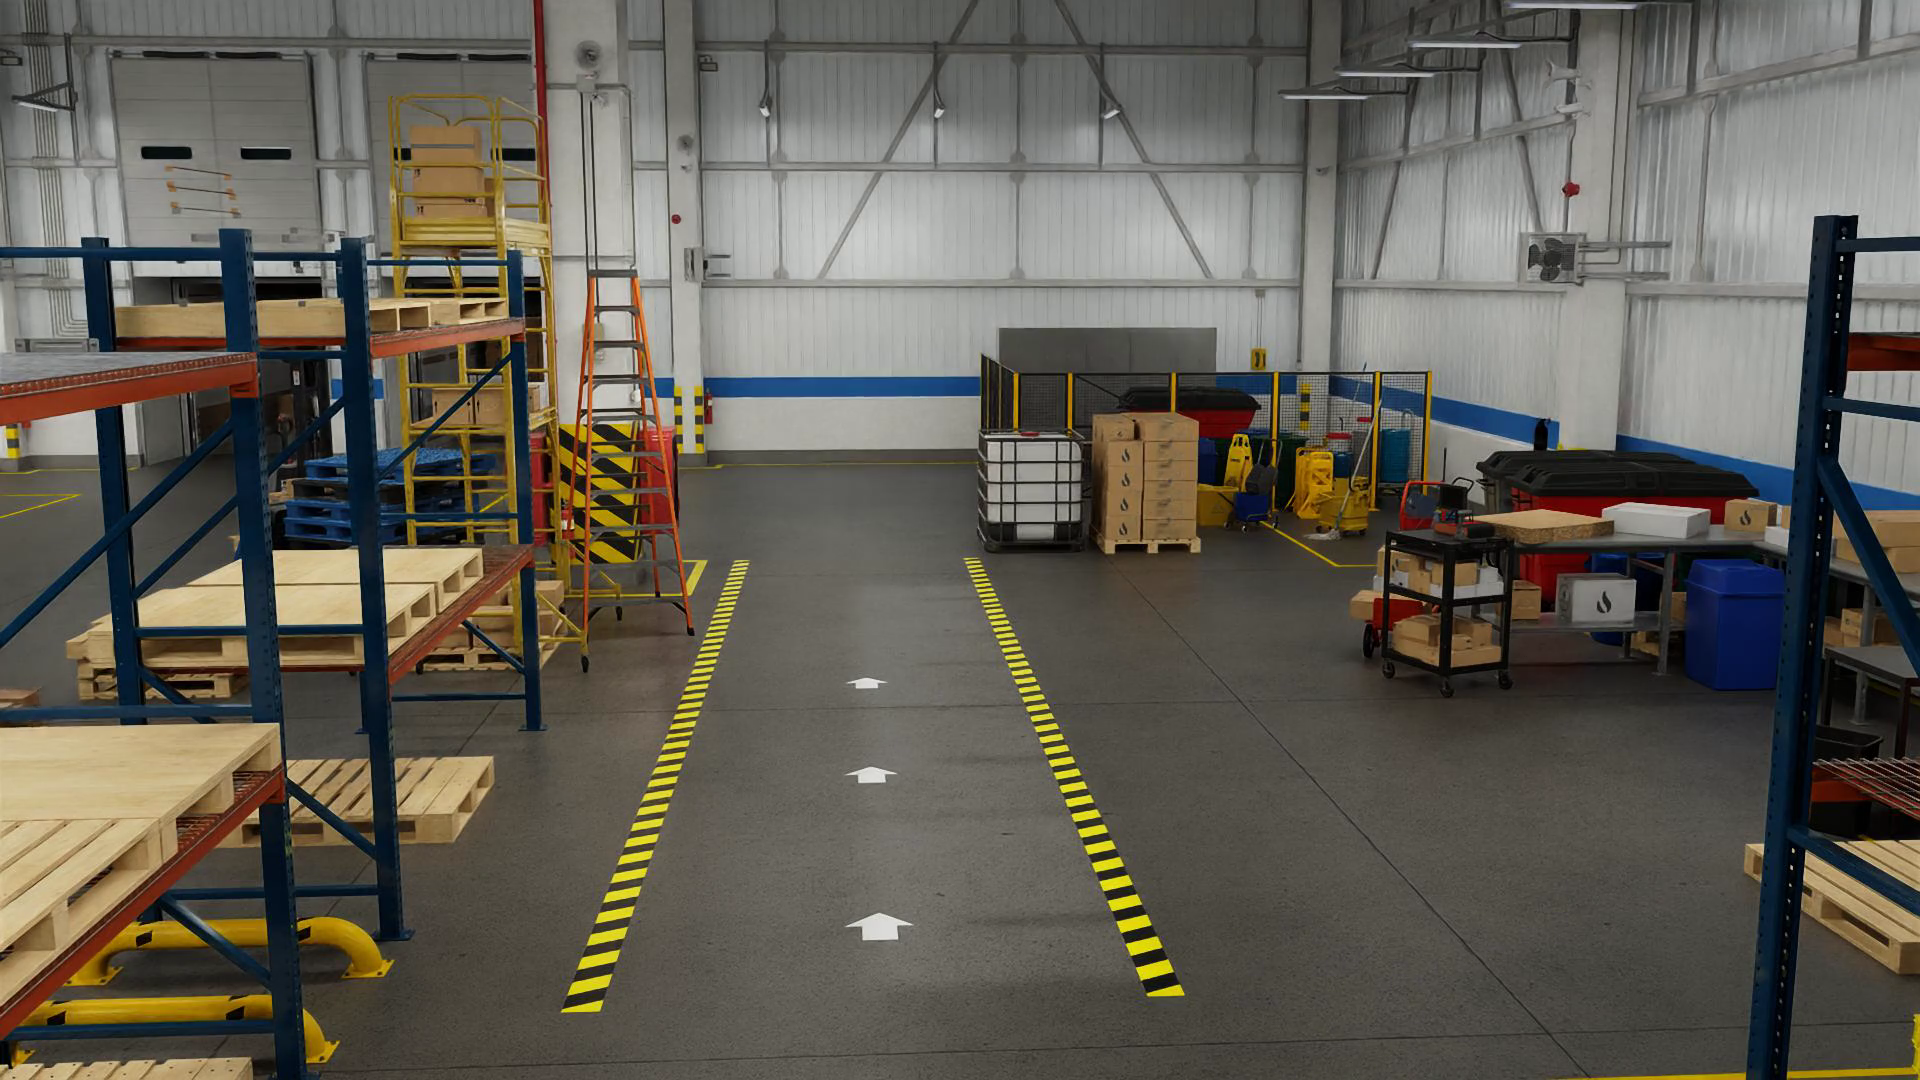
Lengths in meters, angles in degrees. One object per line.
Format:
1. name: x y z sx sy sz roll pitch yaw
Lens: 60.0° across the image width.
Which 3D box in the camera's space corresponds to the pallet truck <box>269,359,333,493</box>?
1. pallet truck: -7.062 -1.131 18.996 1.885 1.965 0.823 2 9 13
